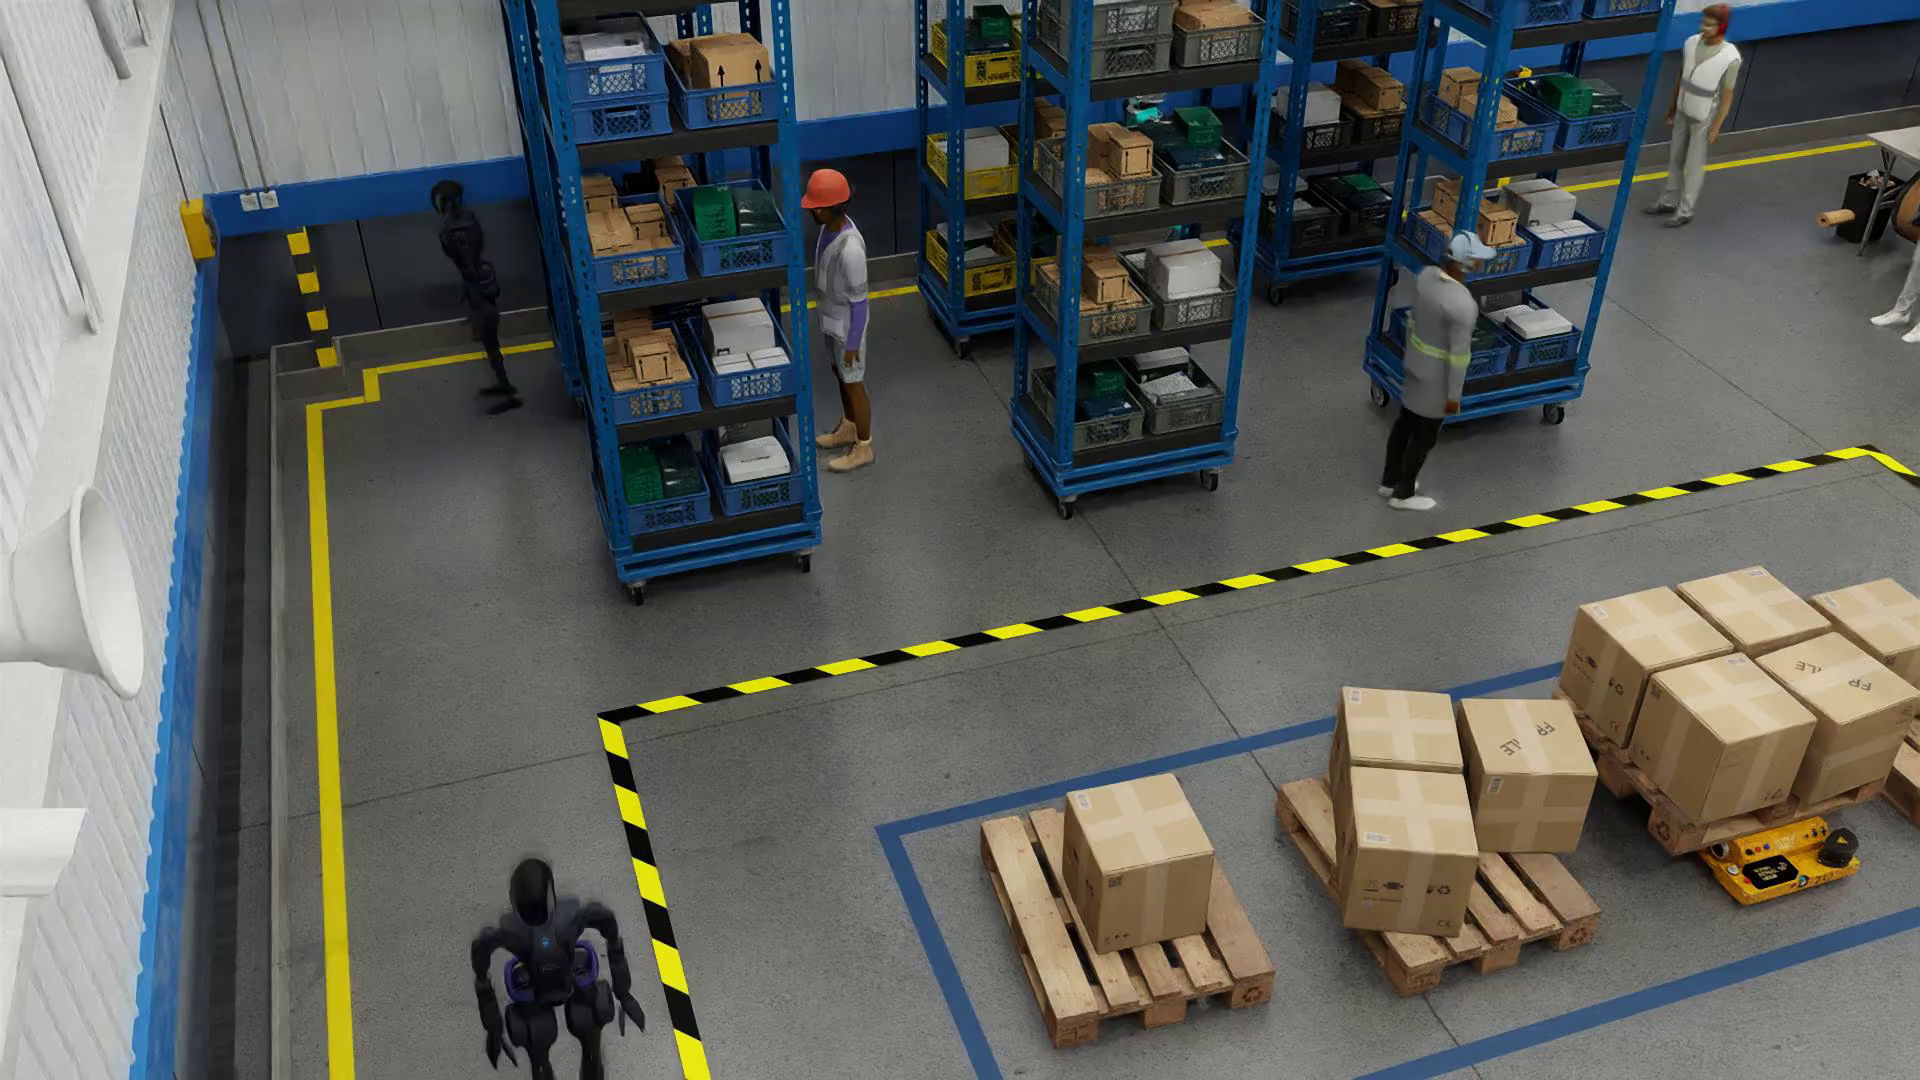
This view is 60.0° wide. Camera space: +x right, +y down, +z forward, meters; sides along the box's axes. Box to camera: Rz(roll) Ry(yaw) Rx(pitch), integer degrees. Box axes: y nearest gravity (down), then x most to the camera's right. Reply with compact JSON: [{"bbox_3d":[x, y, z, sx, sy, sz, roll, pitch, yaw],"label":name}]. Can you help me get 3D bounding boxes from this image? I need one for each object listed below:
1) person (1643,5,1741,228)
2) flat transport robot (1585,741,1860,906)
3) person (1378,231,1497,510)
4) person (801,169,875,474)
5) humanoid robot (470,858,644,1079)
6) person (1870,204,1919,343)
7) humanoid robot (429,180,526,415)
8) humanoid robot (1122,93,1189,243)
[{"bbox_3d":[6.019,-3.462,13.617,0.423,1.831,0.577,-13,37,-17],"label":"person"},{"bbox_3d":[3.738,1.188,8.347,0.652,0.197,1.431,-11,37,-15],"label":"flat transport robot"},{"bbox_3d":[2.920,-1.024,10.162,0.489,1.830,0.600,-10,36,-14],"label":"person"},{"bbox_3d":[-0.774,-1.367,10.459,0.393,2.038,0.613,-11,37,-15],"label":"person"},{"bbox_3d":[-1.526,1.775,6.324,0.610,1.641,0.405,-12,37,-16],"label":"humanoid robot"},{"bbox_3d":[7.089,-2.312,11.949,0.310,1.864,0.529,-11,37,-15],"label":"person"},{"bbox_3d":[-3.228,-1.626,11.143,0.390,1.648,0.610,-12,37,-16],"label":"humanoid robot"},{"bbox_3d":[1.553,-2.612,12.372,0.735,1.673,0.533,-11,37,-15],"label":"humanoid robot"}]
